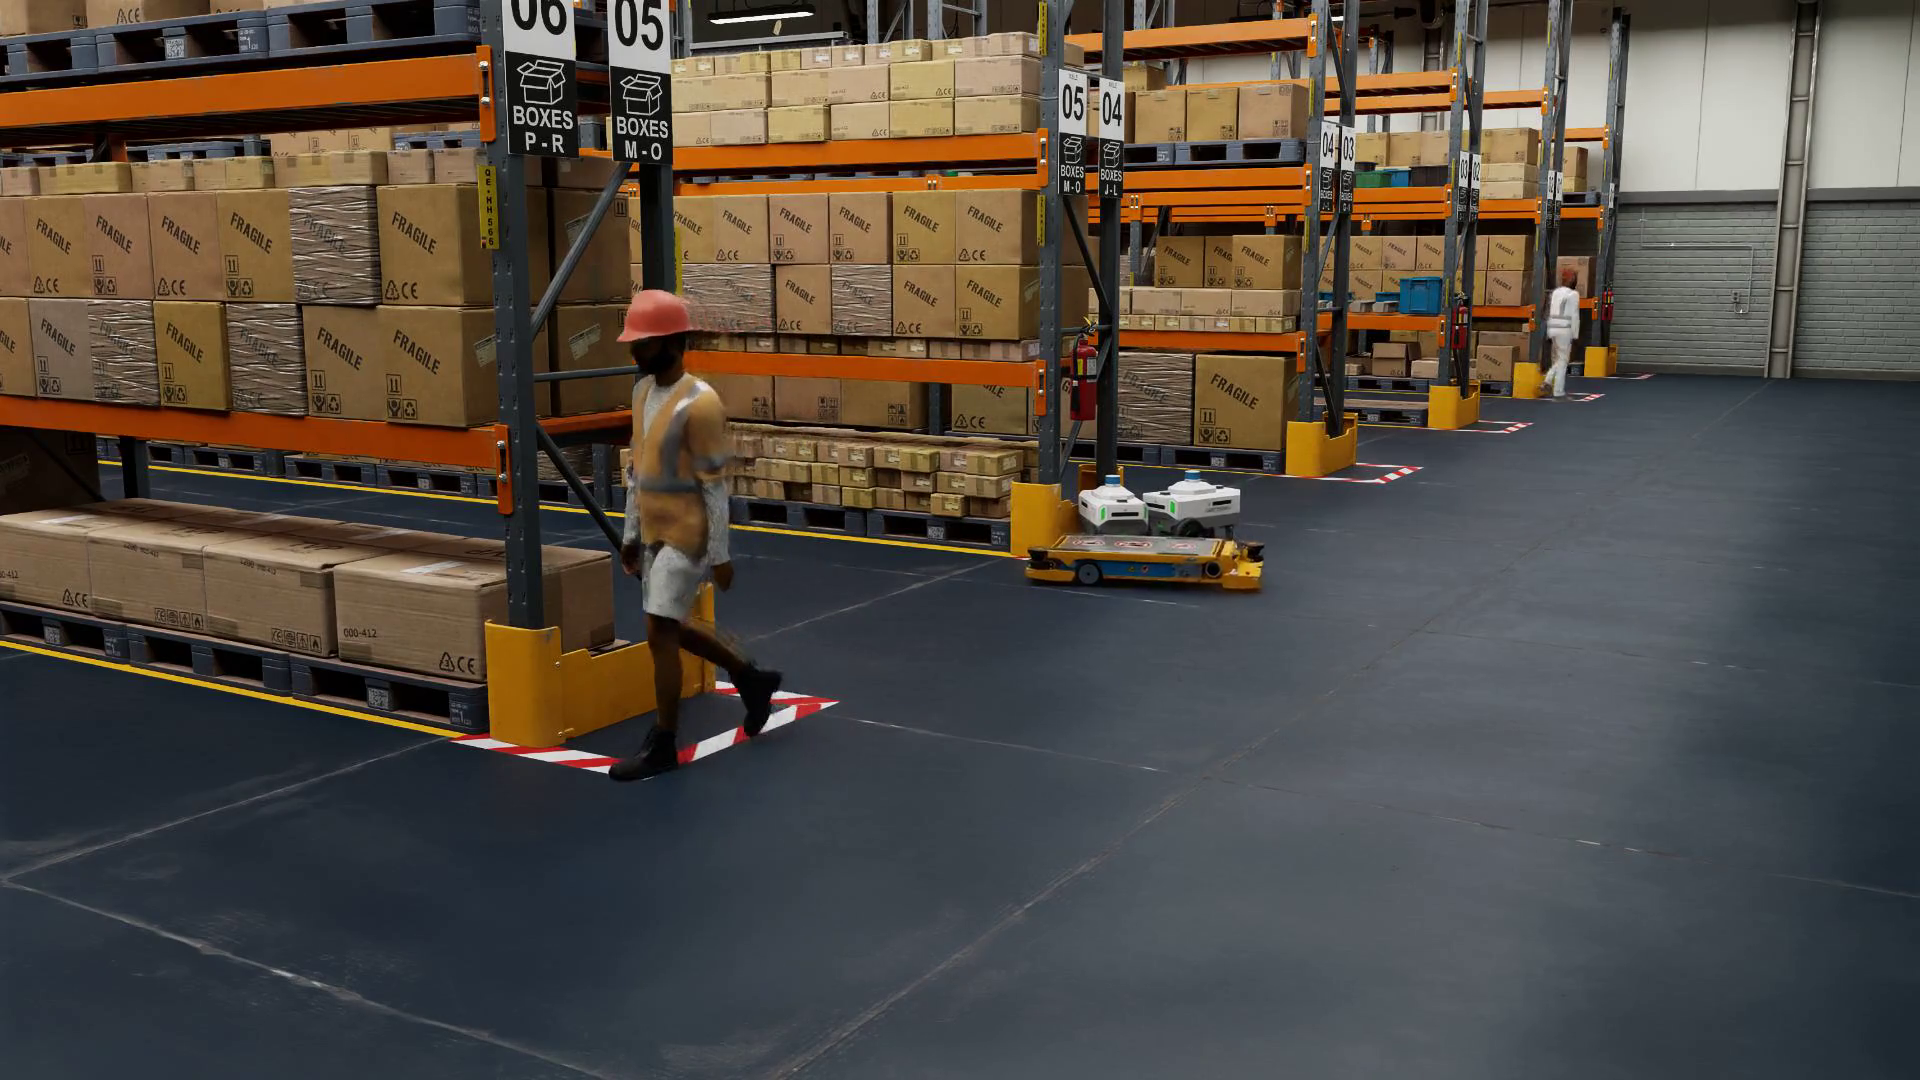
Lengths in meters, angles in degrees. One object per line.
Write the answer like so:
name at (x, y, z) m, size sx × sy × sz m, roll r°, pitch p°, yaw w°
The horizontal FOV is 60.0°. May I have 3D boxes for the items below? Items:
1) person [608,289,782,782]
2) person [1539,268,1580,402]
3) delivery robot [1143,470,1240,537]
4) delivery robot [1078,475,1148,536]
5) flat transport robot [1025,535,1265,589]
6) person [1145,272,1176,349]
person at (-1.055, -0.038, 6.607) m, size 0.777 × 1.910 × 0.542 m, roll -7°, pitch 12°, yaw -35°
person at (8.392, -2.845, 23.151) m, size 0.434 × 1.862 × 0.676 m, roll -2°, pitch 10°, yaw -13°
delivery robot at (1.597, -0.237, 11.439) m, size 0.707 × 0.478 × 0.477 m, roll -7°, pitch 12°, yaw -37°
delivery robot at (1.027, -0.196, 11.202) m, size 0.477 × 0.478 × 0.707 m, roll -1°, pitch 10°, yaw -8°
flat transport robot at (1.172, 0.123, 10.439) m, size 1.431 × 0.197 × 0.652 m, roll 2°, pitch 10°, yaw 13°
person at (2.872, -2.966, 23.984) m, size 0.676 × 1.821 × 0.628 m, roll 9°, pitch 13°, yaw 41°
